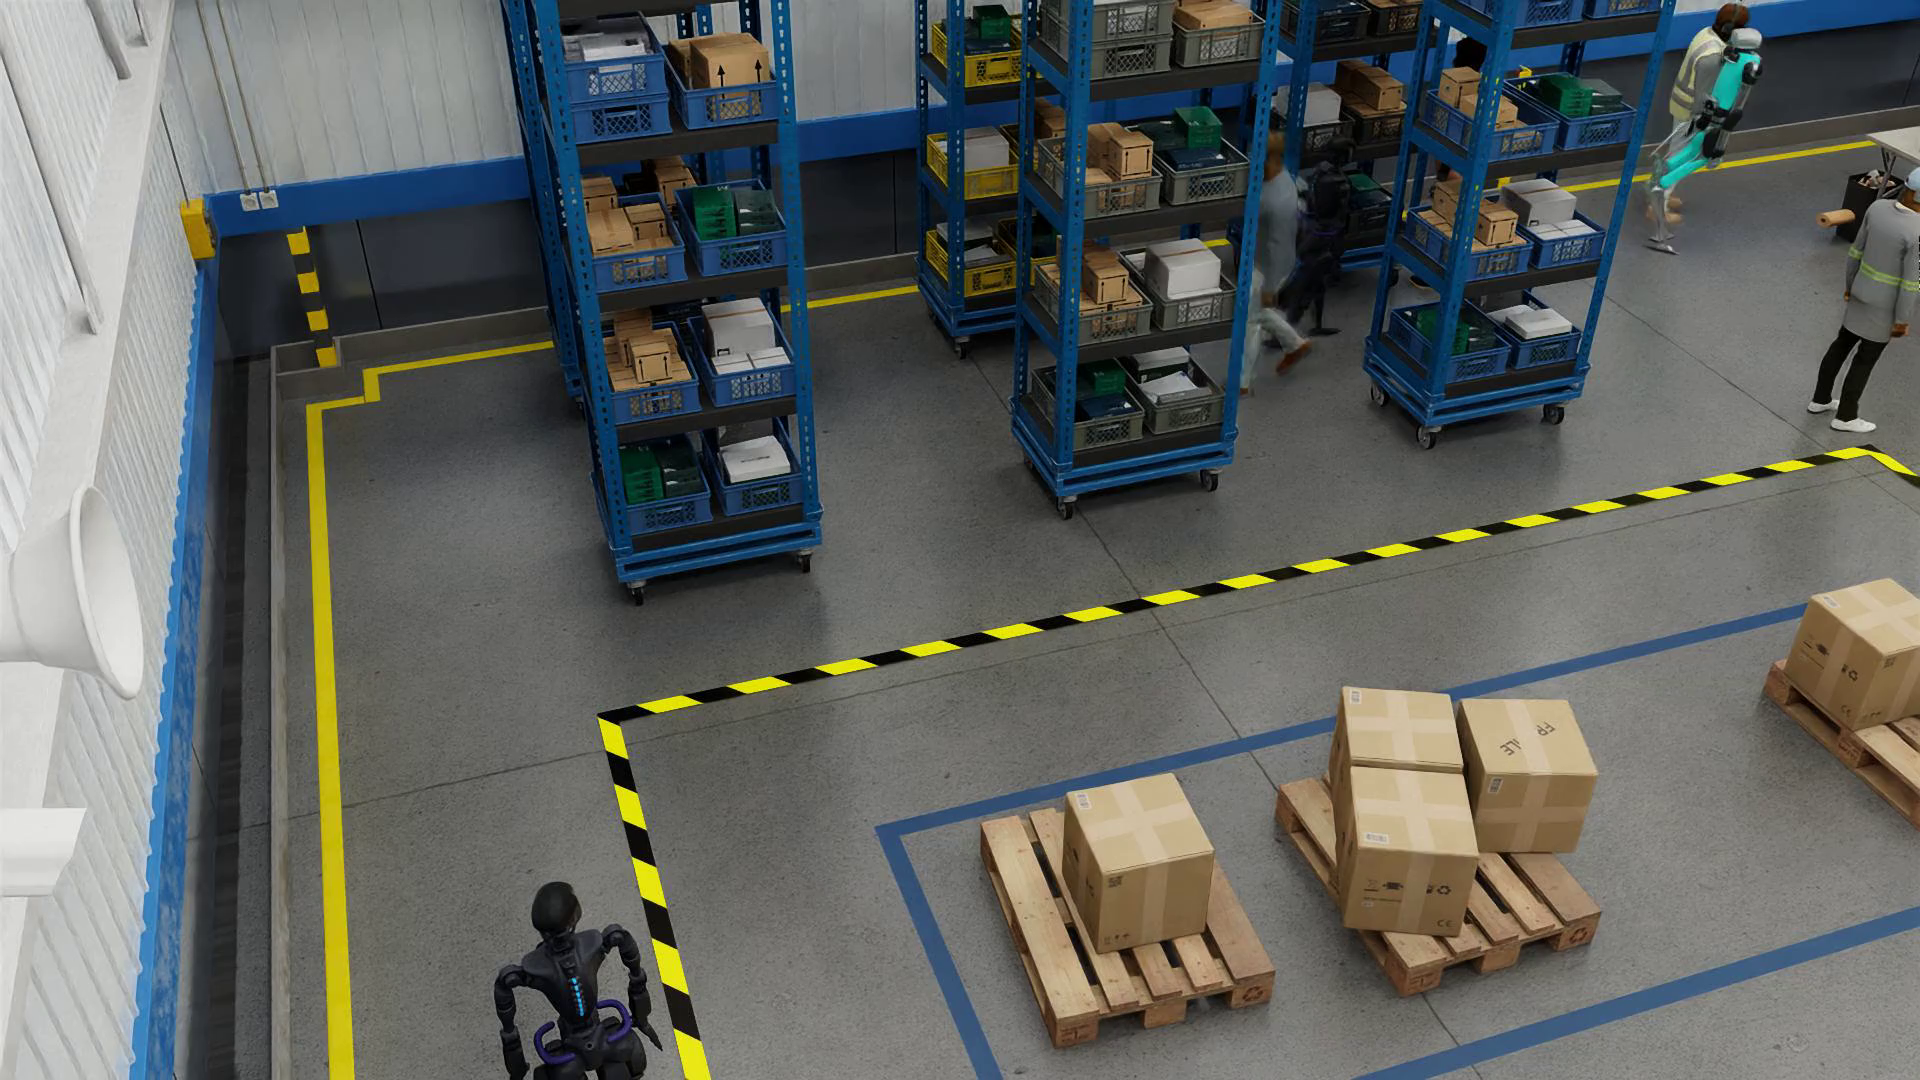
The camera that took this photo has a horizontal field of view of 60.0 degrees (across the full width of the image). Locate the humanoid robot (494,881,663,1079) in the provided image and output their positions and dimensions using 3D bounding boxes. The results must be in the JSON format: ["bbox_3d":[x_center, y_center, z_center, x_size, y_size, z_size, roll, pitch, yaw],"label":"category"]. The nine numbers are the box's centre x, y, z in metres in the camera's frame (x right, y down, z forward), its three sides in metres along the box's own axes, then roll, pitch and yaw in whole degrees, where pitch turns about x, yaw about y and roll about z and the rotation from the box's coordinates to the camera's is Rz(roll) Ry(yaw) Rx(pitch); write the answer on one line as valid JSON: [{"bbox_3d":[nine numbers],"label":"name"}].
[{"bbox_3d":[-1.394,1.893,6.138,0.599,1.655,0.315,-18,39,-23],"label":"humanoid robot"}]

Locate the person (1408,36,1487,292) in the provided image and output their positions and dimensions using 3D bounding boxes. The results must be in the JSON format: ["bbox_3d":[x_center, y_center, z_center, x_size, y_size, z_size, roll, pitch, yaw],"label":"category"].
[{"bbox_3d":[3.755,-2.831,12.598,0.368,1.964,0.607,25,42,31],"label":"person"}]

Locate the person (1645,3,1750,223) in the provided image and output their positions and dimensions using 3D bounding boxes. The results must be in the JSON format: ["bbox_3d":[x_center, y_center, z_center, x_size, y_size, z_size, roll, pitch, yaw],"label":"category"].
[{"bbox_3d":[6.057,-3.513,13.693,0.433,1.827,0.653,13,37,18],"label":"person"}]

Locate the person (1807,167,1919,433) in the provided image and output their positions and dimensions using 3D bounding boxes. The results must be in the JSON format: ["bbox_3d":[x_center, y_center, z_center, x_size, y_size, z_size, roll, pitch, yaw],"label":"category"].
[{"bbox_3d":[6.059,-1.589,10.936,0.393,1.849,0.593,-7,36,-10],"label":"person"}]

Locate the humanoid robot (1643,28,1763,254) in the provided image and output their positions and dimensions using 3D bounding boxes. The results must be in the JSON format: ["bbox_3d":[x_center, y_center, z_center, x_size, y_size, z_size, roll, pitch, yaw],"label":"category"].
[{"bbox_3d":[5.824,-3.187,13.290,0.794,1.750,0.597,0,35,0],"label":"humanoid robot"}]

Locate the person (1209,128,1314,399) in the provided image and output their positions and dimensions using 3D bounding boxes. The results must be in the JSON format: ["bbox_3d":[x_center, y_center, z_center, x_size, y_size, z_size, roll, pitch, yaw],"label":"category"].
[{"bbox_3d":[2.113,-1.850,11.279,0.694,1.902,0.689,-1,35,-2],"label":"person"}]

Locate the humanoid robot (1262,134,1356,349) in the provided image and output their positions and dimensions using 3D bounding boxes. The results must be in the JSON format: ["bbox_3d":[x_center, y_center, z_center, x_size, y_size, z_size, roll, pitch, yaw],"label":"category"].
[{"bbox_3d":[2.524,-2.122,11.878,0.675,1.644,0.595,-9,36,-12],"label":"humanoid robot"}]
